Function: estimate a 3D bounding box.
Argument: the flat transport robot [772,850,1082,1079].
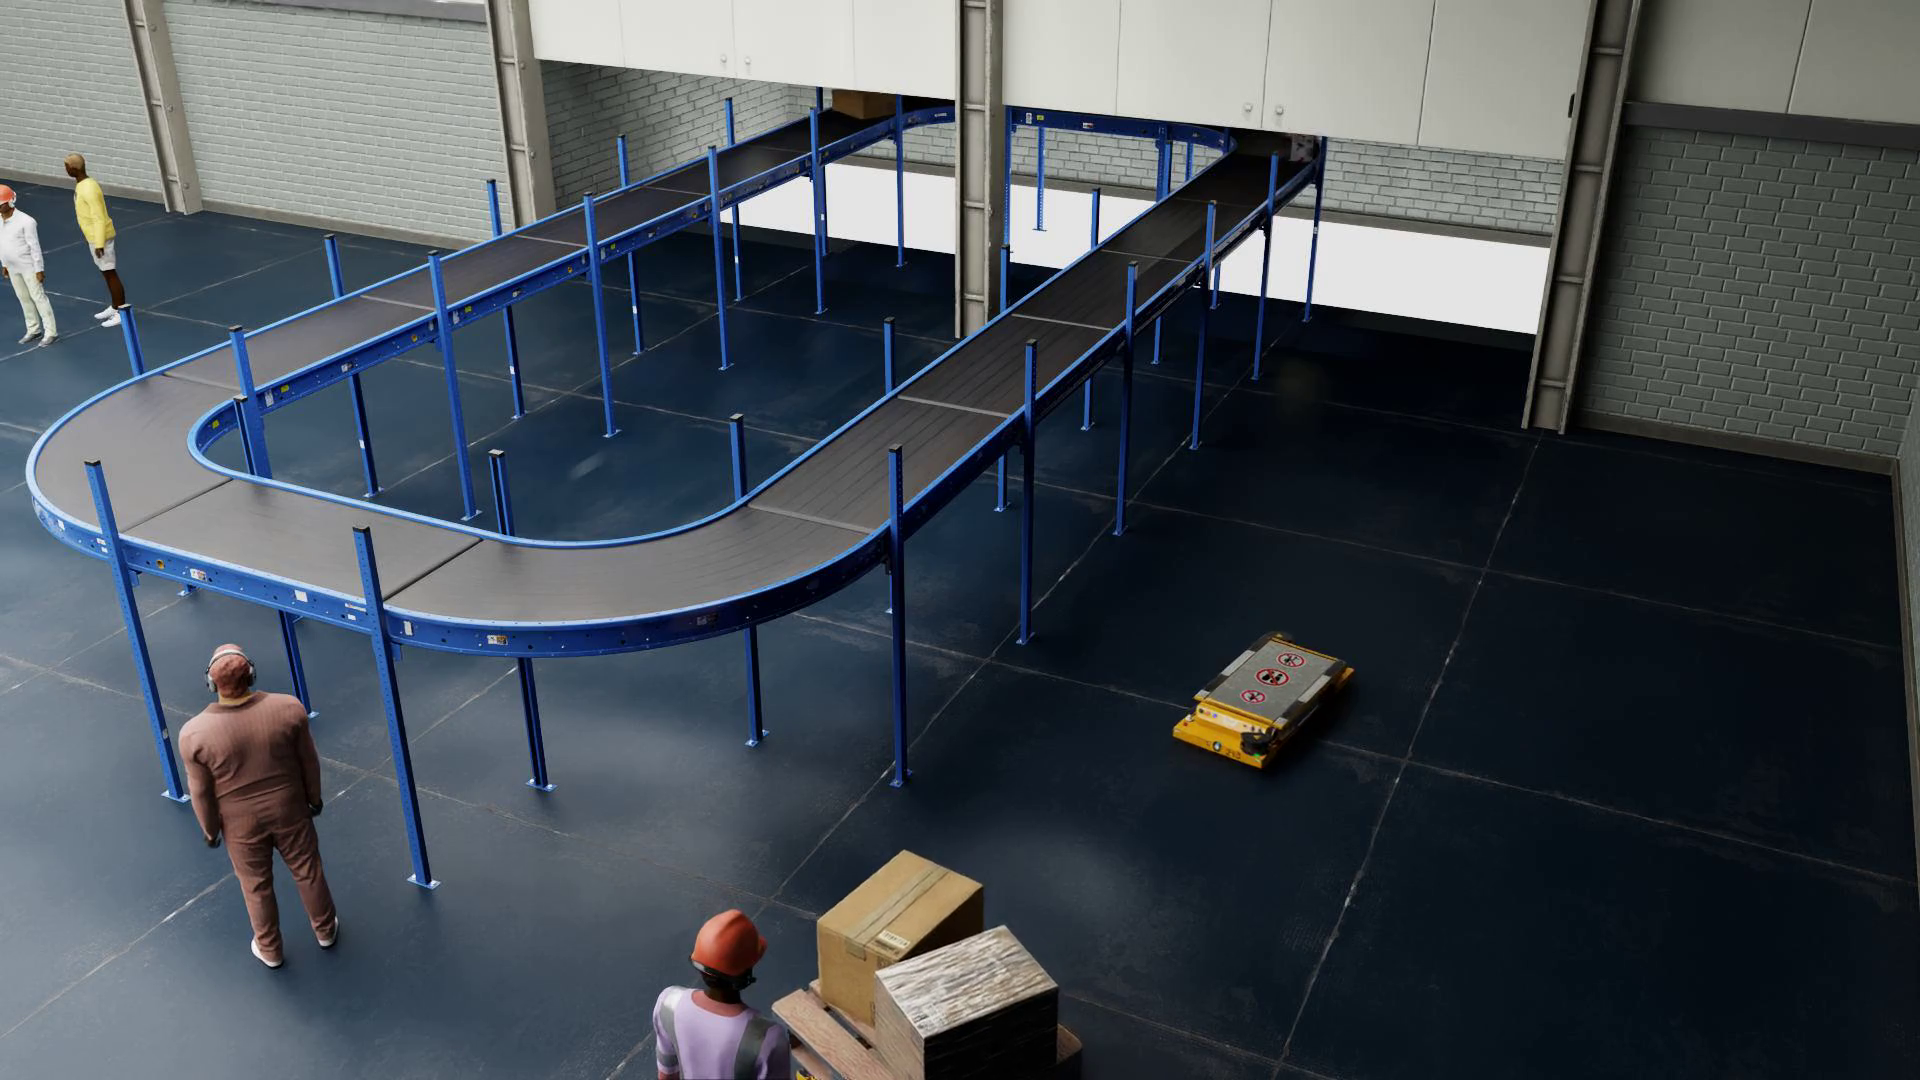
[{"bbox_3d":[-0.156,2.612,8.212,1.431,0.231,0.659,-20,33,-35],"label":"flat transport robot"}]

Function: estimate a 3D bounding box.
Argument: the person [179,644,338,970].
[{"bbox_3d":[-3.697,1.408,8.799,0.640,1.910,0.404,-15,30,-27],"label":"person"}]

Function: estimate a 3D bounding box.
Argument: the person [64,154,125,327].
[{"bbox_3d":[-9.502,-3.313,18.319,0.375,1.901,0.541,-16,31,-30],"label":"person"}]

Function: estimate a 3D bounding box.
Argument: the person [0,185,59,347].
[{"bbox_3d":[-10.008,-2.926,17.714,0.561,1.743,0.347,9,28,18],"label":"person"}]

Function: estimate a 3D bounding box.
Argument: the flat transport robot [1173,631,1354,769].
[{"bbox_3d":[2.092,1.065,11.331,0.659,0.231,1.431,18,32,32],"label":"flat transport robot"}]

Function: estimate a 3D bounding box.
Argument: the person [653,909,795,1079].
[{"bbox_3d":[-0.899,2.355,6.742,0.613,2.038,0.392,12,29,22],"label":"person"}]
